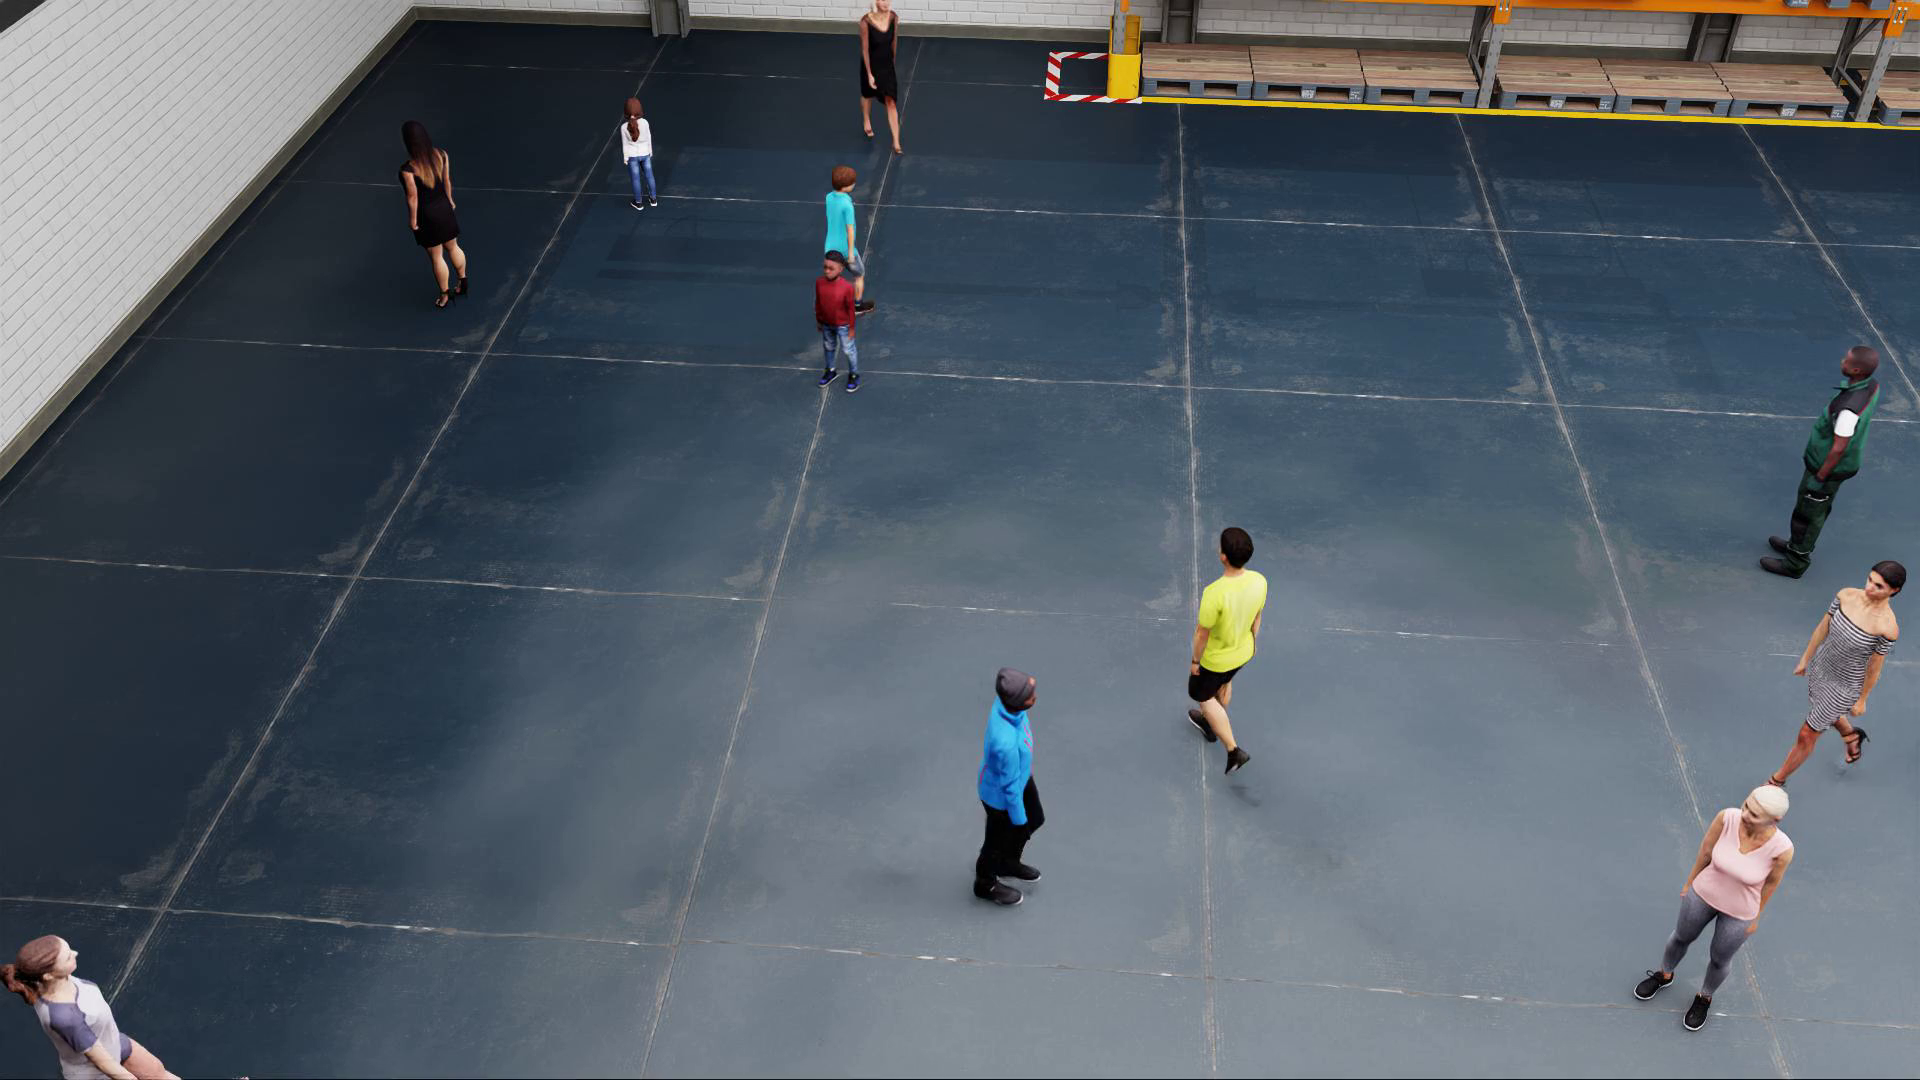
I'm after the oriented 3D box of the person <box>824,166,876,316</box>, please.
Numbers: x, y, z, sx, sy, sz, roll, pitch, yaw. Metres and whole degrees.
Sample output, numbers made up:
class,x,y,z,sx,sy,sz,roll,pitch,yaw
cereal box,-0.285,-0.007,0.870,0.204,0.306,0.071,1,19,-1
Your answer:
class,x,y,z,sx,sy,sz,roll,pitch,yaw
person,-1.077,-2.502,14.237,0.807,1.431,0.750,-30,47,-32

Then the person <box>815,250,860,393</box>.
class,x,y,z,sx,sy,sz,roll,pitch,yaw
person,-0.999,-1.795,13.494,0.497,1.253,0.608,13,41,16

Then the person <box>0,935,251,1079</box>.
class,x,y,z,sx,sy,sz,roll,pitch,yaw
person,-4.104,2.500,7.747,1.176,1.714,1.075,-25,45,-28

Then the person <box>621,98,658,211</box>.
class,x,y,z,sx,sy,sz,roll,pitch,yaw
person,-3.106,-3.740,16.044,0.529,1.111,0.597,-21,43,-24

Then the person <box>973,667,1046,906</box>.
class,x,y,z,sx,sy,sz,roll,pitch,yaw
person,0.159,1.362,9.117,0.595,1.782,0.632,3,39,4

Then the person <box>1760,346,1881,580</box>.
class,x,y,z,sx,sy,sz,roll,pitch,yaw
person,5.986,-0.532,11.443,0.800,1.839,0.788,25,45,28

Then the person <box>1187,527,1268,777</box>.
class,x,y,z,sx,sy,sz,roll,pitch,yaw
person,1.645,0.695,10.025,0.982,1.691,0.991,-20,43,-23

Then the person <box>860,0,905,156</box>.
class,x,y,z,sx,sy,sz,roll,pitch,yaw
person,-0.871,-4.805,16.921,1.128,1.680,0.983,-14,41,-17

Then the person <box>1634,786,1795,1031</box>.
class,x,y,z,sx,sy,sz,roll,pitch,yaw
person,3.936,1.849,8.555,0.619,1.722,0.694,32,48,34

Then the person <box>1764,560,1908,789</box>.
class,x,y,z,sx,sy,sz,roll,pitch,yaw
person,5.219,0.826,9.781,1.149,1.792,0.894,-12,40,-15

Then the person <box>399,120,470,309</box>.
class,x,y,z,sx,sy,sz,roll,pitch,yaw
person,-4.552,-2.816,14.400,0.744,1.718,0.739,20,43,23
